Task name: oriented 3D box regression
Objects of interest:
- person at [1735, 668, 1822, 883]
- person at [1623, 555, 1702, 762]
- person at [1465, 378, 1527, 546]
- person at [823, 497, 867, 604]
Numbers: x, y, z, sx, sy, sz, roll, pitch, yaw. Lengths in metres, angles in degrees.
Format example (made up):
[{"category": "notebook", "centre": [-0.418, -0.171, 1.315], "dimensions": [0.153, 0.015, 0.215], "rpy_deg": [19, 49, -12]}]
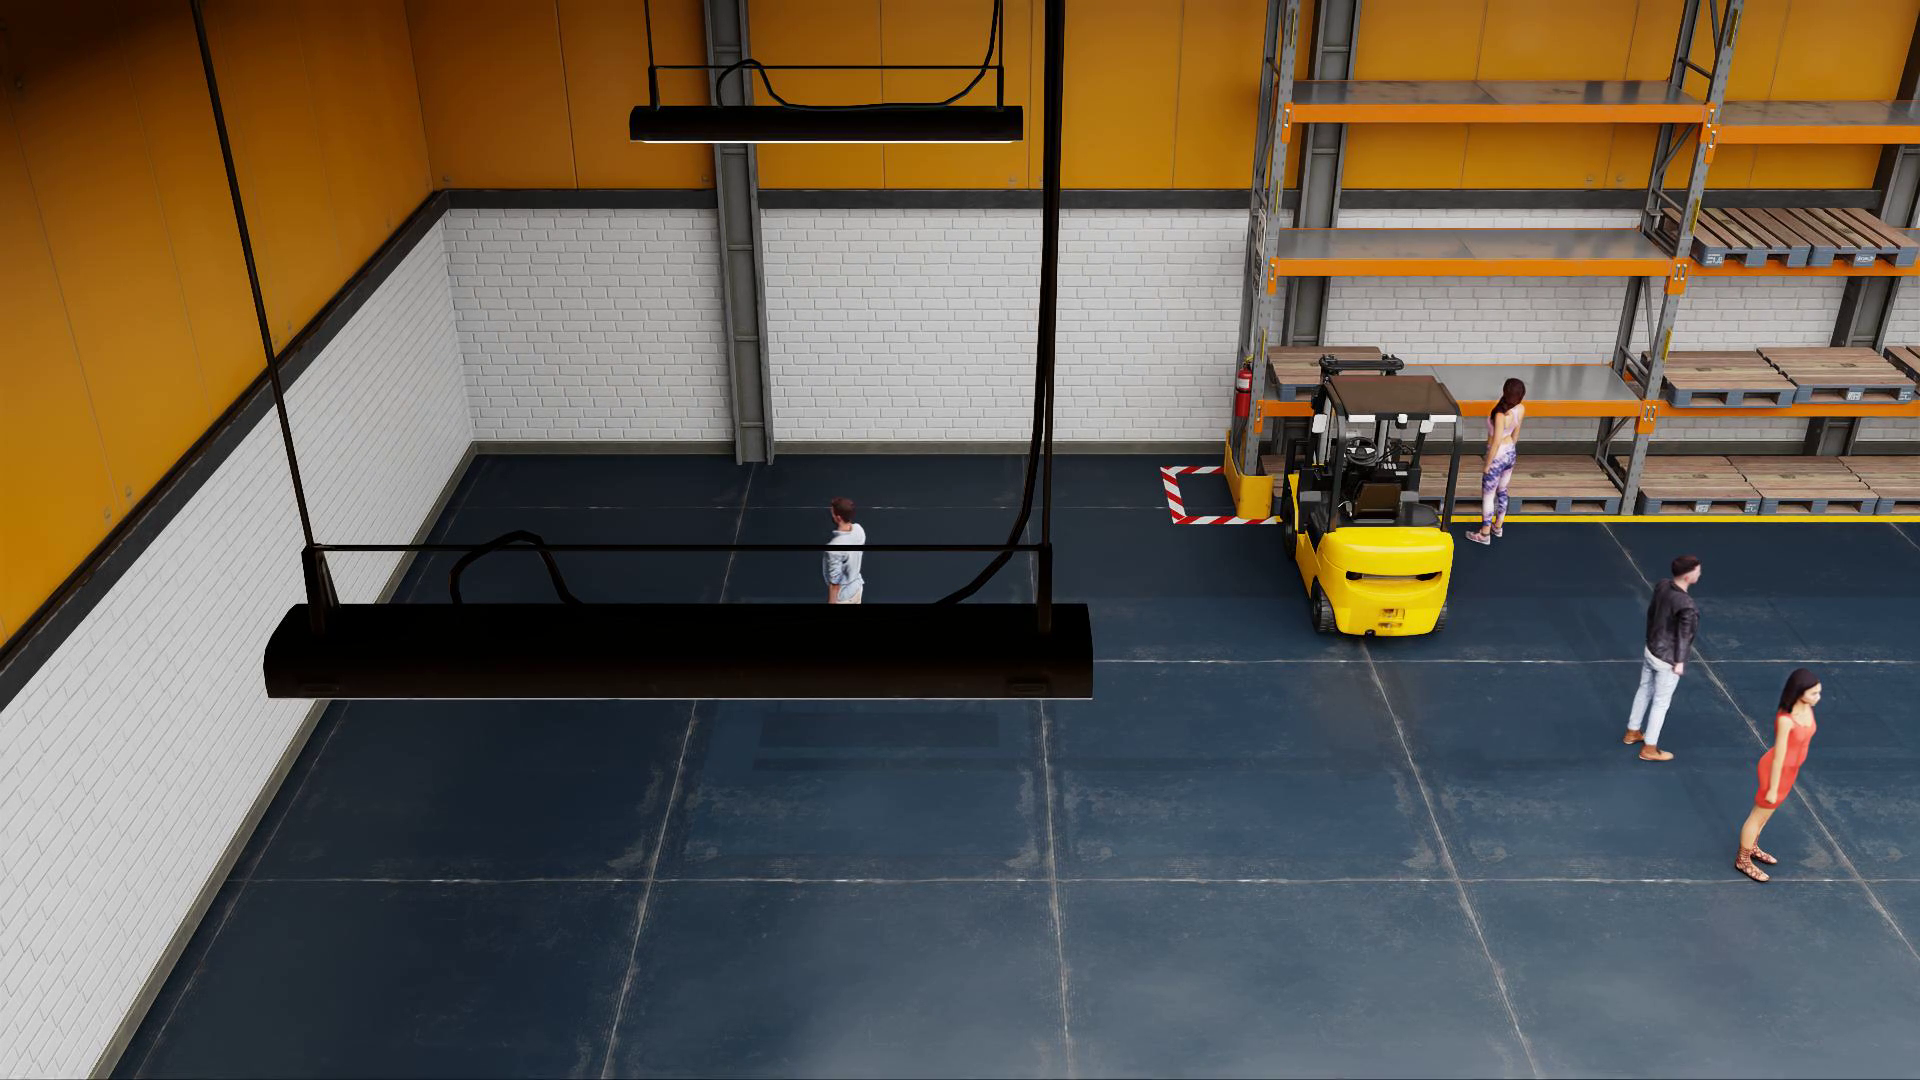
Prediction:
[{"category": "person", "centre": [5.961, 1.684, 12.111], "dimensions": [0.702, 1.719, 0.661], "rpy_deg": [21, 35, 34]}, {"category": "person", "centre": [5.661, 0.926, 13.377], "dimensions": [0.603, 1.836, 0.686], "rpy_deg": [-4, 29, -8]}, {"category": "person", "centre": [5.396, -0.803, 16.619], "dimensions": [0.666, 1.767, 0.742], "rpy_deg": [-21, 35, -34]}, {"category": "person", "centre": [-0.973, 0.464, 14.211], "dimensions": [0.707, 1.848, 0.726], "rpy_deg": [13, 31, 22]}]
